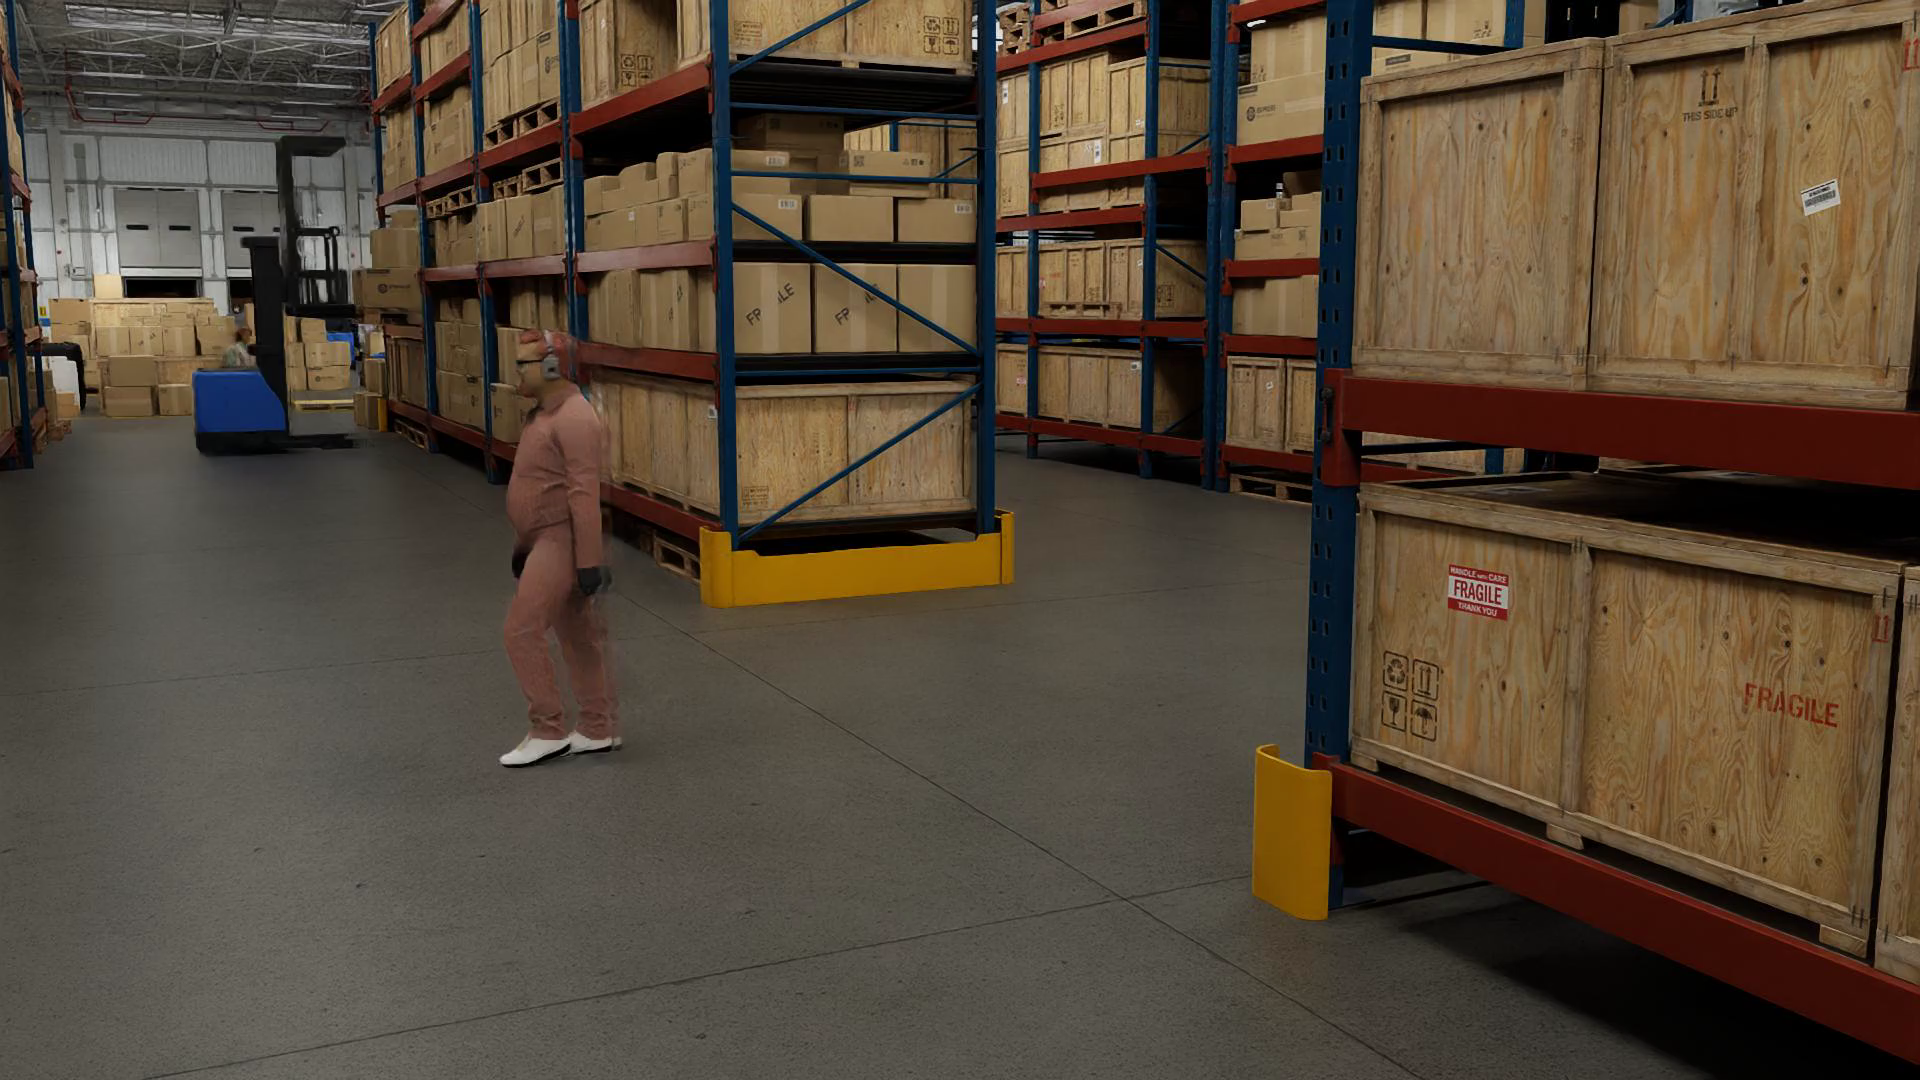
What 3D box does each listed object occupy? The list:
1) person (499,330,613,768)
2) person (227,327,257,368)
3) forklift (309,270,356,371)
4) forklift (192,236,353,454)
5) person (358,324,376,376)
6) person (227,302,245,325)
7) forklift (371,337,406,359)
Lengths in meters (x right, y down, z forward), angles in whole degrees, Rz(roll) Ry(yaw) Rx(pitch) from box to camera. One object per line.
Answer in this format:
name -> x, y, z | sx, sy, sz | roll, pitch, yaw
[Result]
person -> -1.831, 0.038, 7.222 | 0.663, 1.881, 0.664 | -3, 9, -20
person -> -10.330, -2.287, 24.208 | 0.819, 1.599, 0.530 | 4, 9, 25
forklift -> -17.534, -6.119, 46.287 | 1.129, 2.768, 1.873 | -4, 9, -26
forklift -> -9.123, -2.585, 21.915 | 1.873, 2.768, 1.129 | -4, 9, -26
person -> -15.240, -5.128, 42.778 | 0.583, 1.904, 0.908 | -8, 11, -42
person -> -20.617, -5.827, 47.536 | 0.638, 1.932, 0.362 | -4, 9, -26
forklift -> -9.287, -3.606, 28.953 | 1.129, 2.768, 1.873 | 3, 9, 18
